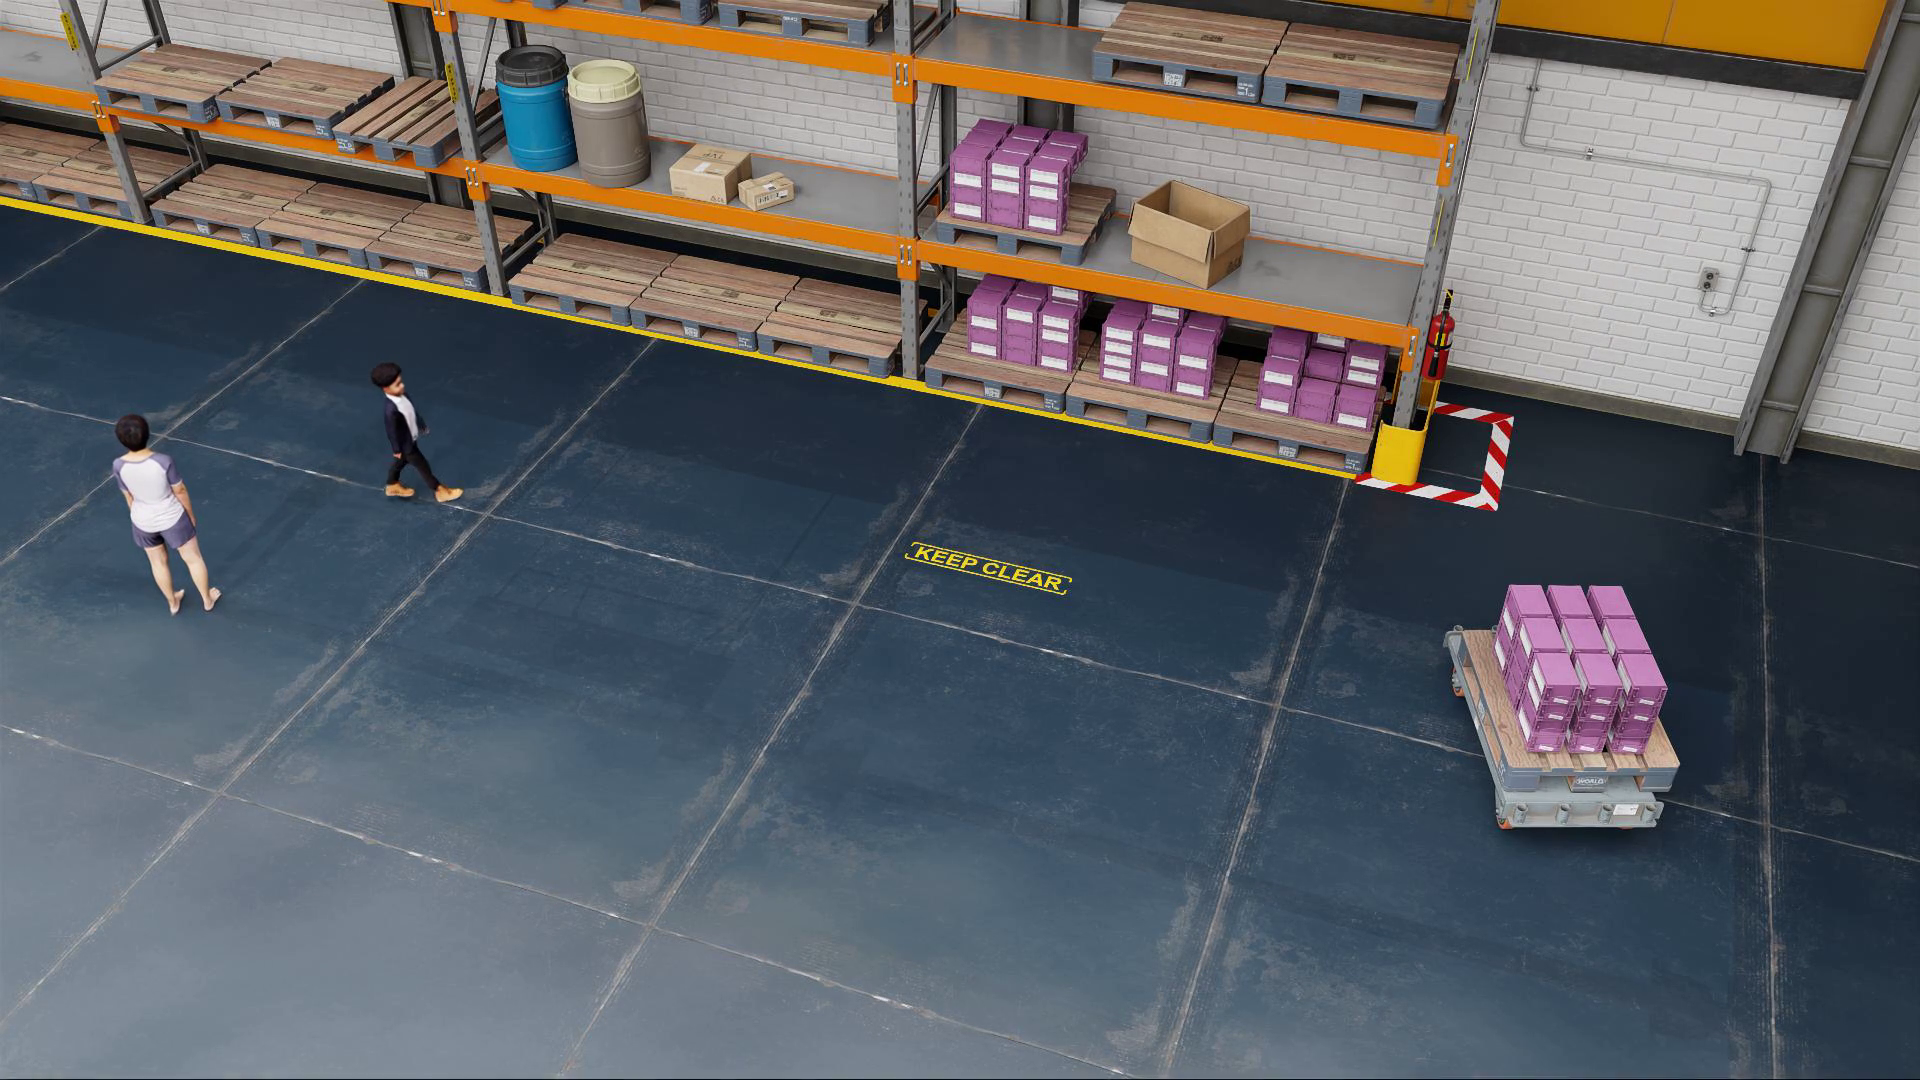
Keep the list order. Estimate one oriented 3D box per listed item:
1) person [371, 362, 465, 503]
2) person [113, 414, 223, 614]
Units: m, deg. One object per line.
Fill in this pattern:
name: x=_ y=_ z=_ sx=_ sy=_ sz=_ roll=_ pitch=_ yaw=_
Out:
person: x=-4.158 y=-0.779 z=12.266 sx=0.898 sy=1.198 sz=0.698 roll=-1 pitch=39 yaw=-1
person: x=-5.387 y=-0.167 z=11.207 sx=0.622 sy=1.562 sz=0.718 roll=-7 pitch=39 yaw=-8
